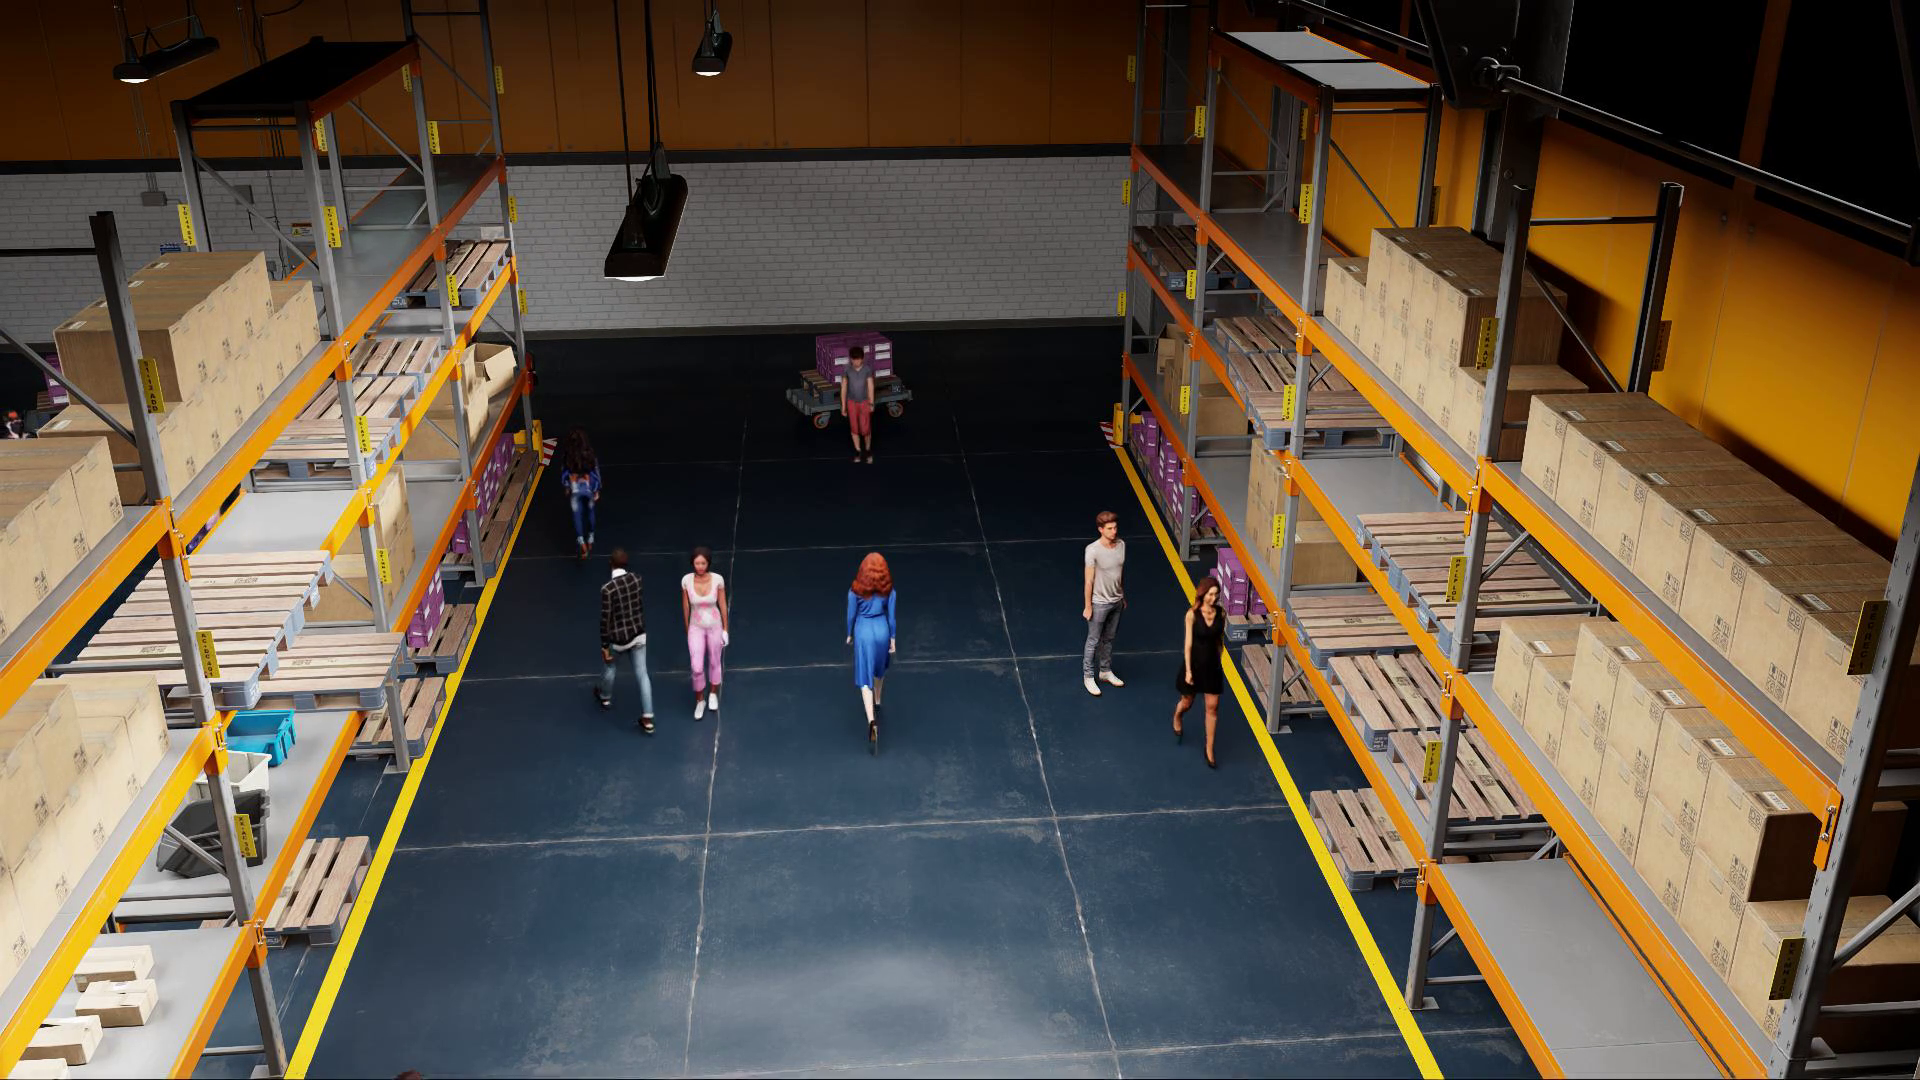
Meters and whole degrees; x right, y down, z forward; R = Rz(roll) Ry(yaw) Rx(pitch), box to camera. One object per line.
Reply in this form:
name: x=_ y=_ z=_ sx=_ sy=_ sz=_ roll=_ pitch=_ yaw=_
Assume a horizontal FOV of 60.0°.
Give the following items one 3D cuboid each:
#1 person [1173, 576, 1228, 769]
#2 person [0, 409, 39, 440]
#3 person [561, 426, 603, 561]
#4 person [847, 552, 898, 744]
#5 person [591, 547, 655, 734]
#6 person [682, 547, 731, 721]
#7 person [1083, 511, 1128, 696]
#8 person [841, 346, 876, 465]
person: x=2.139 y=1.160 z=15.087 sx=0.701 sy=1.819 sz=0.949 roll=-8 pitch=25 yaw=-18
person: x=-10.708 y=-0.611 z=19.062 sx=0.829 sy=1.879 sz=0.865 roll=-20 pitch=31 yaw=-38
person: x=-4.377 y=-0.525 z=19.219 sx=0.710 sy=1.595 sz=1.034 roll=-6 pitch=24 yaw=-13
person: x=-0.822 y=1.020 z=15.439 sx=0.683 sy=1.793 sz=1.139 roll=-4 pitch=24 yaw=-10
person: x=-3.062 y=0.975 z=15.578 sx=1.132 sy=1.764 sz=1.295 roll=-19 pitch=30 yaw=-37
person: x=-2.428 y=0.834 z=15.947 sx=0.587 sy=1.727 sz=0.680 roll=-4 pitch=24 yaw=-8
person: x=1.422 y=0.583 z=16.309 sx=0.751 sy=1.896 sz=0.749 roll=-17 pitch=29 yaw=-34
person: x=-1.346 y=-1.834 z=22.172 sx=0.634 sy=1.629 sz=0.697 roll=2 pitch=24 yaw=4
